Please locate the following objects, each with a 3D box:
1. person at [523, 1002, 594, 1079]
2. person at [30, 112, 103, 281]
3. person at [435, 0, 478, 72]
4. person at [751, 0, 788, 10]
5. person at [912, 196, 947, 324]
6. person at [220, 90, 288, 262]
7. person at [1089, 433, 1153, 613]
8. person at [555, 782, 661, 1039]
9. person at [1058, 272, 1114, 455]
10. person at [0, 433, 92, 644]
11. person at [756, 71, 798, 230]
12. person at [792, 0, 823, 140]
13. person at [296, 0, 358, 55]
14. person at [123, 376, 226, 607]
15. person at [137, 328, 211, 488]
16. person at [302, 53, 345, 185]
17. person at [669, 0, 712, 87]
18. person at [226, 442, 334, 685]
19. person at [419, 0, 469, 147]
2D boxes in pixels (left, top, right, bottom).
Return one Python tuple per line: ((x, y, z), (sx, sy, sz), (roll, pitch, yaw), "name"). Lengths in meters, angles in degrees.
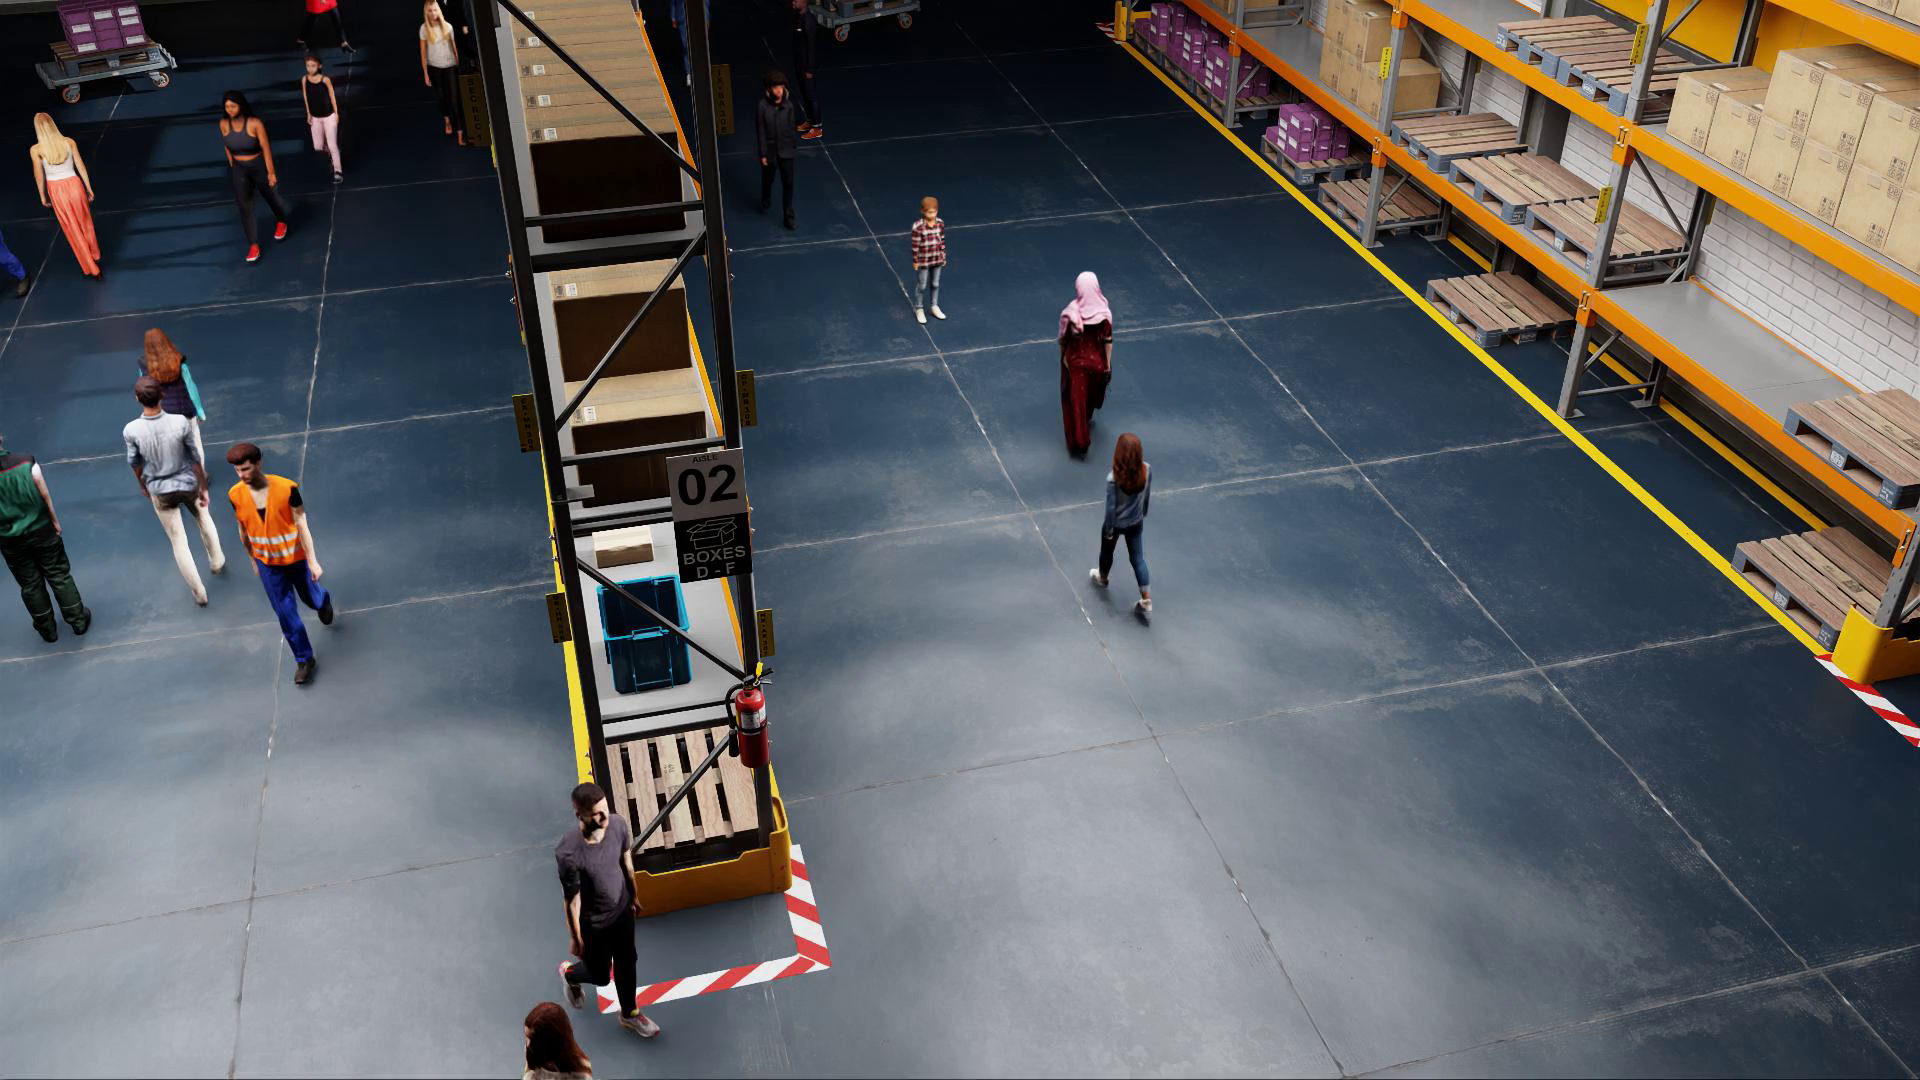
((-1.801, 2.766, 7.952), (0.984, 1.705, 1.027), (18, 38, 25), "person")
((-9.305, -3.561, 17.398), (0.876, 1.786, 1.048), (-24, 40, -31), "person")
((-6.882, -7.034, 22.712), (0.802, 1.689, 1.016), (3, 34, 4), "person")
((-3.070, -9.096, 25.915), (0.745, 1.577, 0.776), (-2, 34, -3), "person")
((-0.320, -2.843, 16.752), (0.574, 1.306, 0.582), (-16, 37, -23), "person")
((-7.662, -4.029, 18.121), (0.866, 1.766, 1.260), (-1, 34, -1), "person")
((1.284, -0.108, 12.501), (0.720, 1.456, 1.039), (-15, 37, -22), "person")
((-2.006, 2.003, 9.060), (1.020, 1.750, 0.936), (22, 39, 29), "person")
((1.083, -1.519, 14.485), (0.834, 1.611, 1.163), (0, 34, 0), "person")
((-6.807, -0.076, 12.106), (0.683, 1.841, 0.640), (-17, 37, -23), "person")
((-2.089, -4.414, 18.704), (0.665, 1.760, 1.033), (-12, 35, -17), "person")
((-1.942, -6.029, 21.083), (0.778, 1.818, 0.557), (-12, 36, -18), "person")
((-9.268, -7.772, 23.802), (0.915, 1.710, 1.099), (3, 34, 5), "person")
((-5.896, -0.323, 12.495), (0.753, 1.822, 0.943), (-16, 37, -22), "person")
((-6.550, -1.020, 13.852), (0.657, 1.481, 0.795), (-2, 34, -3), "person")
((-7.590, -5.066, 19.873), (0.622, 1.554, 0.797), (-1, 34, -1), "person")
((-3.730, -7.205, 22.887), (0.687, 1.780, 0.967), (-8, 35, -12), "person")
((-4.797, 0.077, 11.863), (0.778, 1.856, 1.103), (-4, 34, -6), "person")
((-6.522, -5.889, 20.913), (0.721, 1.773, 1.237), (-12, 35, -17), "person")
